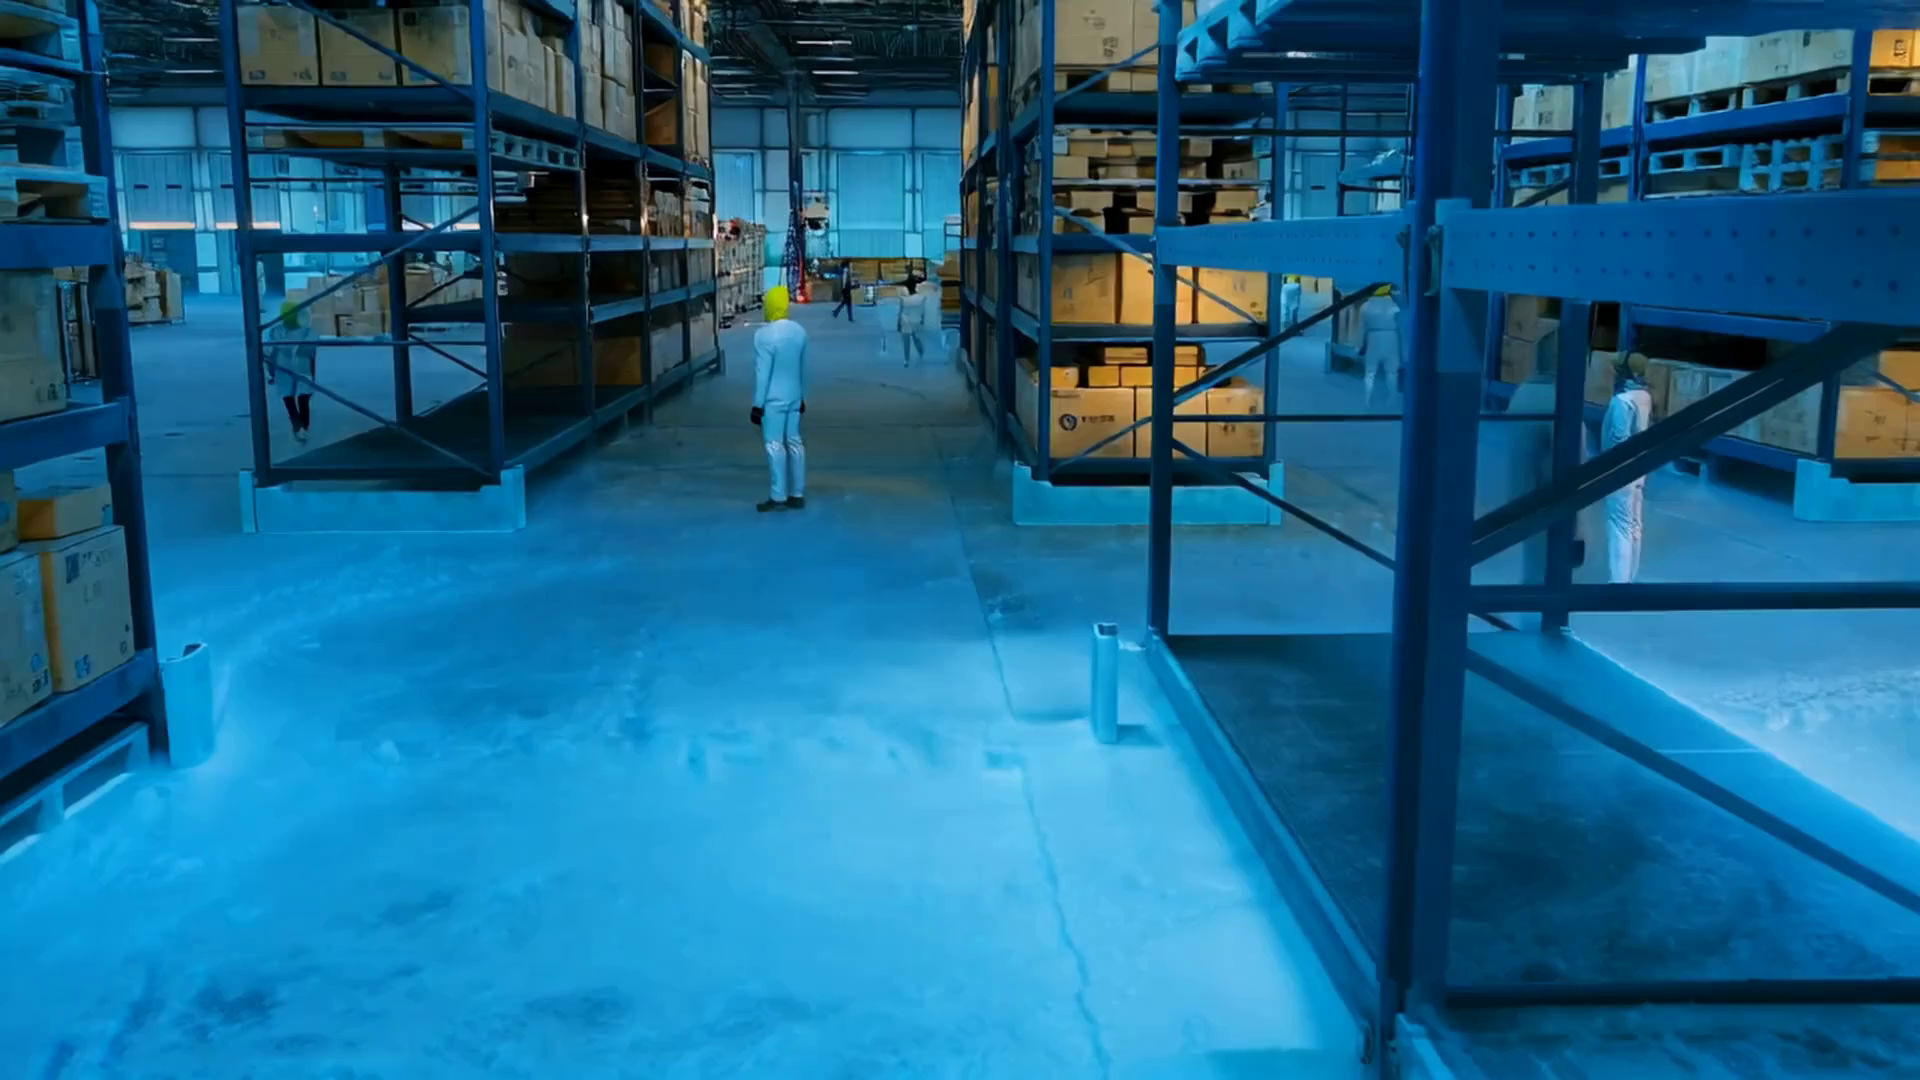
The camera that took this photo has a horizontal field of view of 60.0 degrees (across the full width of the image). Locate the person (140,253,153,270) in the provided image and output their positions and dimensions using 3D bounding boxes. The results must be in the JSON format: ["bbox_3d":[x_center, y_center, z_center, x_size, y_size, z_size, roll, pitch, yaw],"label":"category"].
[{"bbox_3d":[-30.420,-9.759,62.127,0.458,1.927,0.625,9,13,41],"label":"person"}]

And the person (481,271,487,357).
[{"bbox_3d":[-9.539,-4.690,33.792,0.372,1.966,0.603,-7,12,-35],"label":"person"}]

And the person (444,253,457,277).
[{"bbox_3d":[-17.315,-8.827,56.913,0.990,1.956,0.615,-7,12,-35],"label":"person"}]

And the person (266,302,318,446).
[{"bbox_3d":[-7.702,-1.911,19.181,0.541,1.650,0.878,-2,10,-11],"label":"person"}]

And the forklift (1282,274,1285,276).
[{"bbox_3d":[12.240,-10.302,62.509,1.129,2.768,1.873,0,10,-2],"label":"forklift"}]

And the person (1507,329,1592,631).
[{"bbox_3d":[3.086,-0.138,8.658,0.478,1.900,0.686,0,10,2],"label":"person"}]

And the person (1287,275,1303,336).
[{"bbox_3d":[8.360,-6.051,41.457,0.358,1.938,0.542,-1,10,-8],"label":"person"}]

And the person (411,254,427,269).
[{"bbox_3d":[-18.868,-9.037,58.159,0.613,1.914,0.426,3,11,15],"label":"person"}]

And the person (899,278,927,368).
[{"bbox_3d":[-0.865,-4.026,30.892,0.551,1.681,0.434,4,11,21],"label":"person"}]

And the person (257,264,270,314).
[{"bbox_3d":[-22.943,-8.310,54.152,0.723,1.905,0.344,-1,10,-4],"label":"person"}]

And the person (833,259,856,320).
[{"bbox_3d":[-3.450,-7.510,49.880,0.618,1.834,0.522,4,11,21],"label":"person"}]

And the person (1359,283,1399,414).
[{"bbox_3d":[5.595,-2.532,21.940,0.651,1.906,0.403,7,12,35],"label":"person"}]

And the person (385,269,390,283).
[{"bbox_3d":[-20.642,-9.357,60.615,0.742,1.667,0.547,0,10,2],"label":"person"}]

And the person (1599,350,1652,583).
[{"bbox_3d":[4.367,-0.425,10.944,0.307,1.640,0.521,8,13,37],"label":"person"}]

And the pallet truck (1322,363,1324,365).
[{"bbox_3d":[7.712,-4.157,30.737,1.885,1.965,0.823,3,11,16],"label":"pallet truck"}]

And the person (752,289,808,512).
[{"bbox_3d":[-1.574,-1.212,14.500,0.353,1.936,0.635,7,12,35],"label":"person"}]
